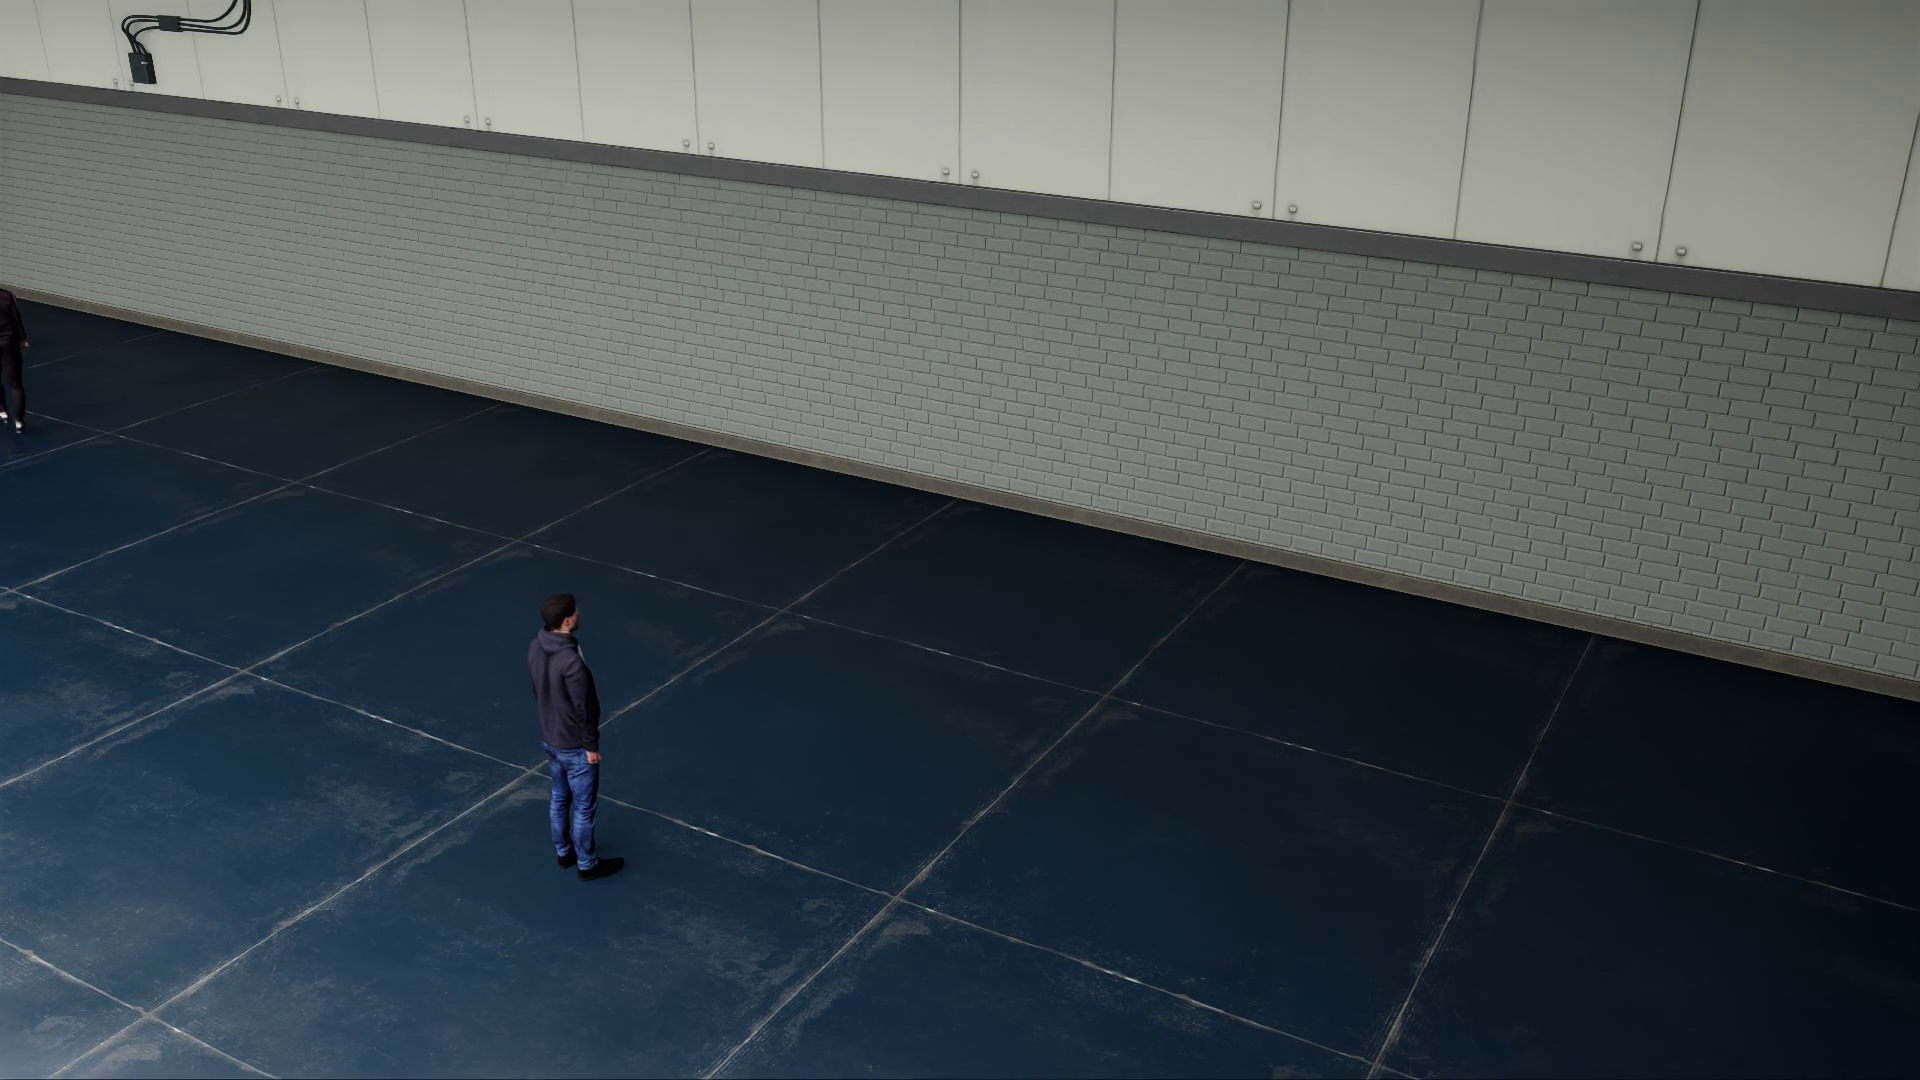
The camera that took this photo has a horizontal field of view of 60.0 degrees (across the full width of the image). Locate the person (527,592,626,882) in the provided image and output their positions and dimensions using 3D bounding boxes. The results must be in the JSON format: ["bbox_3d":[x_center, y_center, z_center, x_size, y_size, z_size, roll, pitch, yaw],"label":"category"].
[{"bbox_3d":[-2.388,1.197,10.122,0.720,1.895,0.652,20,30,39],"label":"person"}]

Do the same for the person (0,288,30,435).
[{"bbox_3d":[-10.252,-2.009,17.774,1.034,1.806,1.026,-12,26,-26],"label":"person"}]
